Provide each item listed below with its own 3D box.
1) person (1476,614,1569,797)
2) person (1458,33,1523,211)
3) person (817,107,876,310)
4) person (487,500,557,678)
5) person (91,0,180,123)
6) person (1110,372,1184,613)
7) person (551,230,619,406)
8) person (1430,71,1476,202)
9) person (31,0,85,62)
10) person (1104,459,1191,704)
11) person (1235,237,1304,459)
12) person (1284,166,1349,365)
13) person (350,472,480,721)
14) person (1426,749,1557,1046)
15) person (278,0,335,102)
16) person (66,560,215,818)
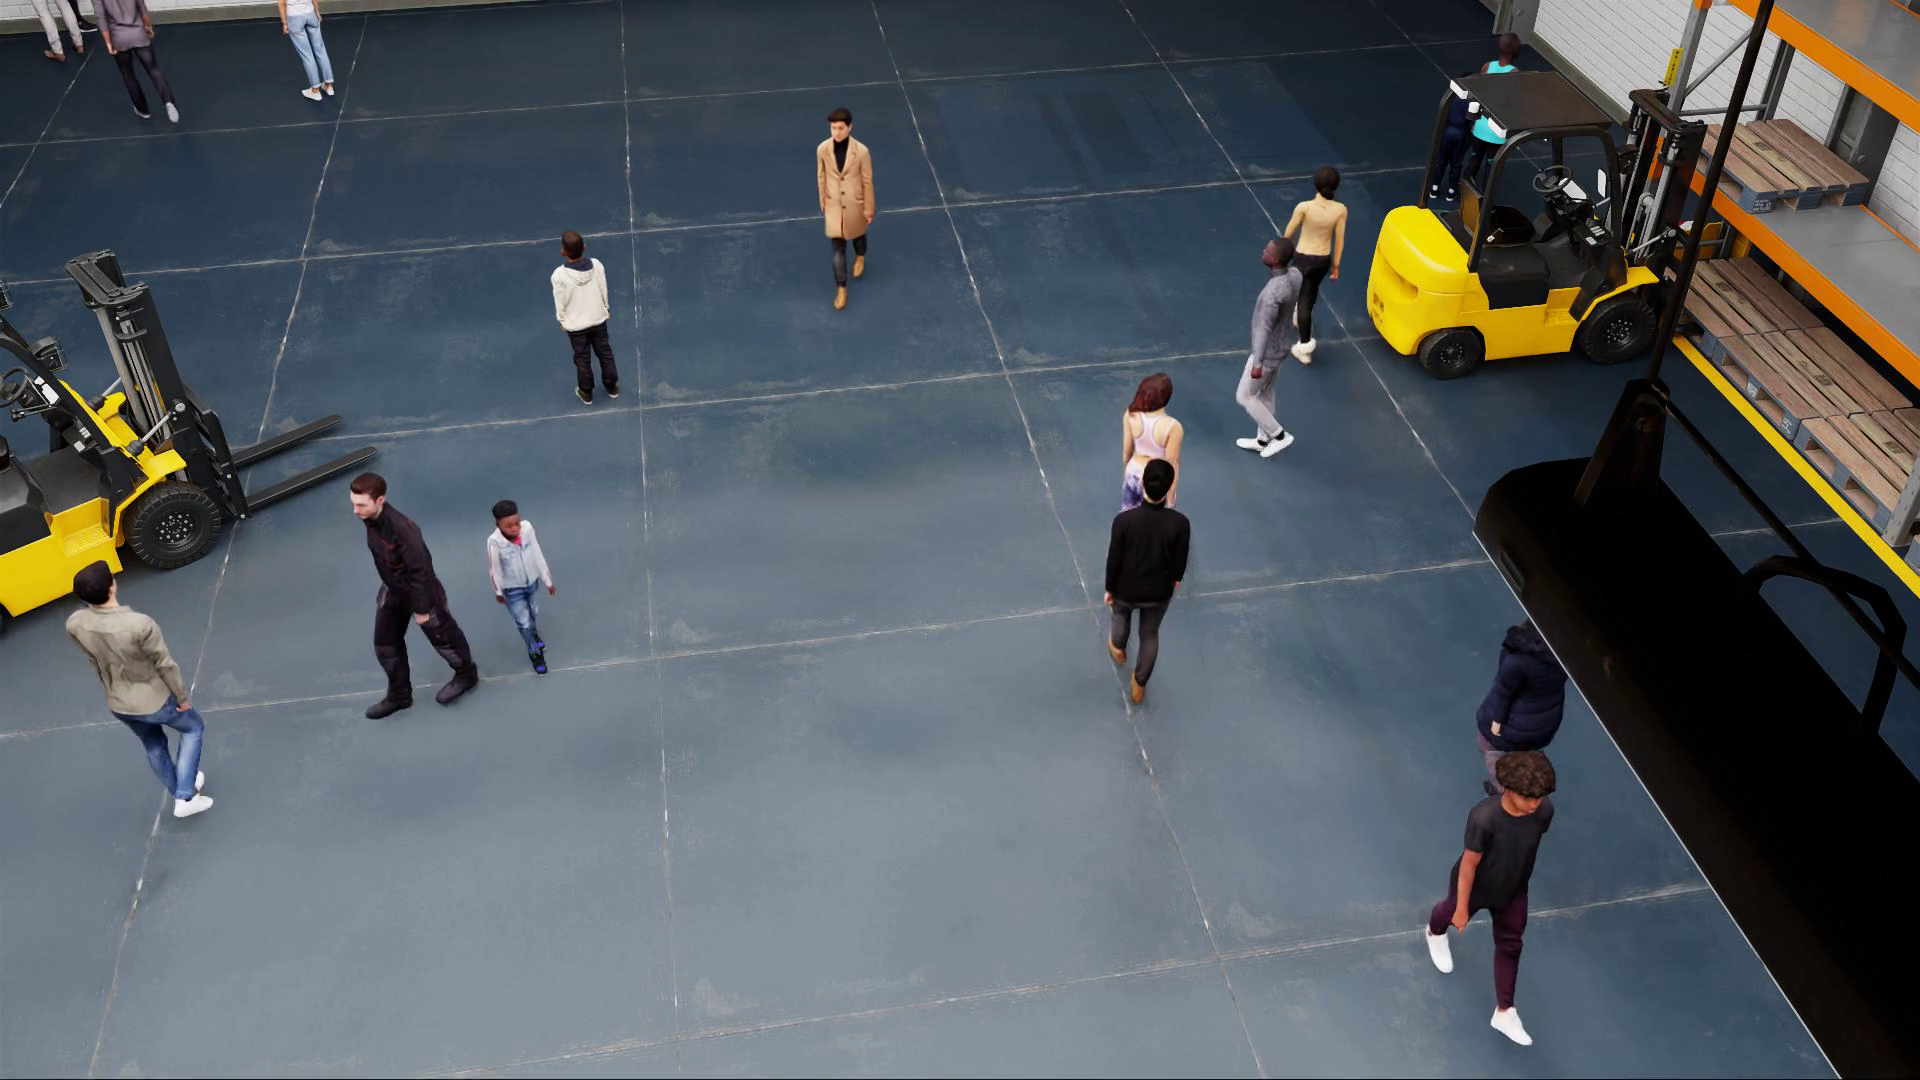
[{"bbox_3d":[3.249,1.006,9.433,0.730,1.668,0.787,-13,40,-16],"label":"person"},{"bbox_3d":[4.888,-3.774,15.303,0.749,1.810,0.620,-26,45,-29],"label":"person"},{"bbox_3d":[-0.955,-2.940,14.351,0.887,1.696,1.210,5,39,6],"label":"person"},{"bbox_3d":[-2.872,0.223,10.752,0.671,1.245,0.783,-28,46,-30],"label":"person"},{"bbox_3d":[-8.457,-5.136,16.991,0.974,1.832,1.126,-28,47,-31],"label":"person"},{"bbox_3d":[1.204,-0.275,11.008,1.074,1.704,1.258,17,42,20],"label":"person"},{"bbox_3d":[-2.933,-1.741,13.045,0.629,1.452,0.593,-18,42,-22],"label":"person"},{"bbox_3d":[4.716,-3.852,15.847,0.571,1.255,0.602,14,41,17],"label":"person"},{"bbox_3d":[-10.173,-6.278,18.371,0.800,1.894,0.739,23,44,26],"label":"person"},{"bbox_3d":[1.138,0.311,10.271,0.768,1.706,0.924,0,39,1],"label":"person"},{"bbox_3d":[2.365,-1.365,12.276,0.923,1.824,0.848,18,42,21],"label":"person"},{"bbox_3d":[2.875,-2.195,13.478,0.652,1.621,1.077,-4,39,-5],"label":"person"},{"bbox_3d":[-3.301,0.261,10.200,1.026,1.874,1.084,25,45,28],"label":"person"},{"bbox_3d":[2.689,1.683,8.529,0.668,1.738,1.095,-8,39,-9],"label":"person"},{"bbox_3d":[-6.939,-5.500,17.535,0.753,1.723,0.710,28,46,30],"label":"person"},{"bbox_3d":[-4.652,0.924,9.383,0.774,1.857,0.769,2,39,2],"label":"person"}]
